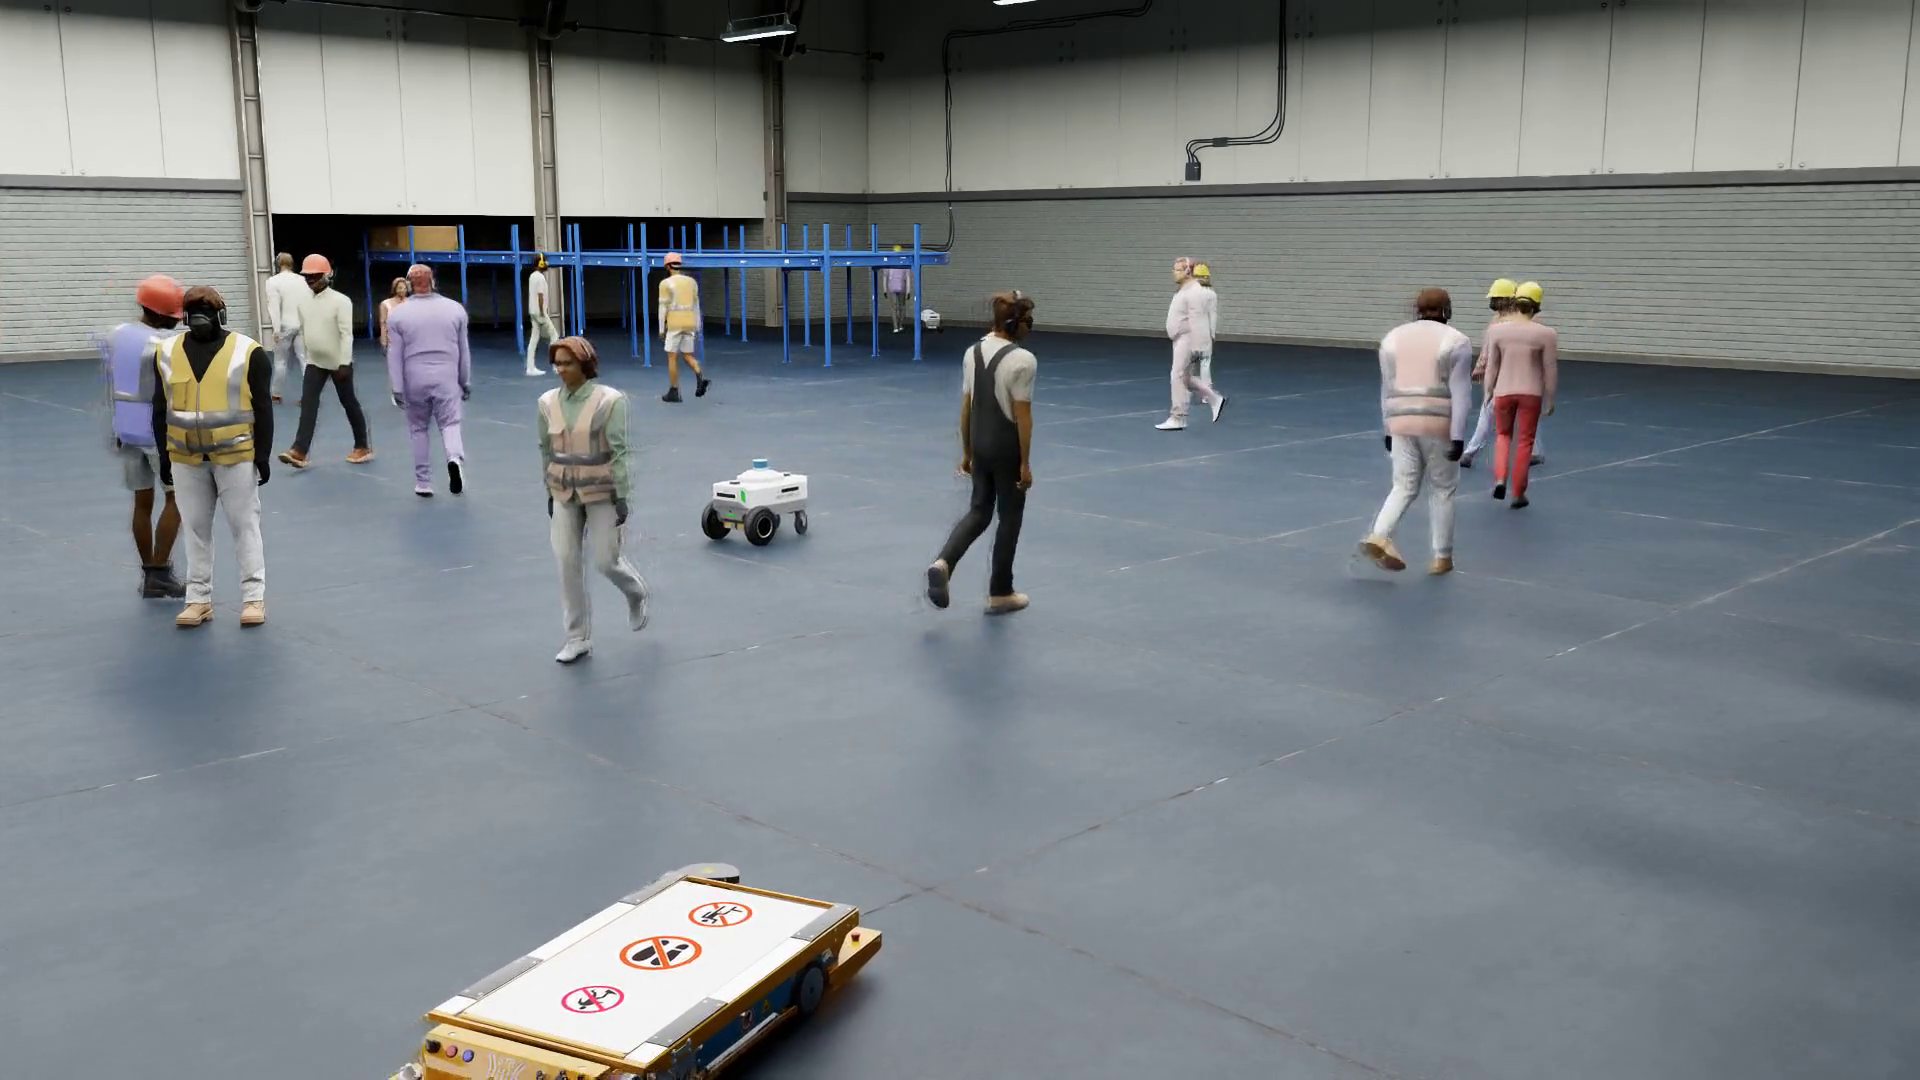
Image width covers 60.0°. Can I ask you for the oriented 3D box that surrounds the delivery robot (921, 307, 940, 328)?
[{"bbox_3d":[-0.702,-4.900,36.663,0.477,0.478,0.707,-4,11,-19],"label":"delivery robot"}]

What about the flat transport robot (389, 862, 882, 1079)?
[{"bbox_3d":[-0.827,1.209,4.381,0.652,0.197,1.431,5,11,25],"label":"flat transport robot"}]

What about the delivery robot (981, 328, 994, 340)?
[{"bbox_3d":[0.605,-3.378,28.363,0.477,0.478,0.707,3,11,16],"label":"delivery robot"}]

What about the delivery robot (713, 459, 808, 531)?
[{"bbox_3d":[-1.401,-0.327,11.726,0.477,0.478,0.707,8,13,36],"label":"delivery robot"}]

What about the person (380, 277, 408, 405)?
[{"bbox_3d":[-6.798,-2.395,20.271,0.525,1.616,0.717,-5,12,-27],"label":"person"}]

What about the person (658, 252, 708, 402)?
[{"bbox_3d":[-3.539,-2.725,21.269,0.593,1.902,0.673,-9,14,-41],"label":"person"}]

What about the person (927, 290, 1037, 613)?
[{"bbox_3d":[0.155,-0.461,9.175,0.520,1.818,0.691,9,14,41],"label":"person"}]

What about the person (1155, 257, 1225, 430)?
[{"bbox_3d":[2.545,-2.155,18.234,0.752,1.886,0.652,-1,10,-6],"label":"person"}]

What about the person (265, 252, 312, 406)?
[{"bbox_3d":[-8.374,-2.616,20.696,0.952,1.890,0.647,7,13,35],"label":"person"}]

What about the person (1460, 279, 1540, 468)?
[{"bbox_3d":[4.917,-1.508,15.152,0.932,1.714,0.534,0,10,2],"label":"person"}]

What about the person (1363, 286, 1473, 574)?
[{"bbox_3d":[2.855,-0.673,10.360,0.645,1.804,0.717,8,13,37],"label":"person"}]

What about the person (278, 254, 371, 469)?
[{"bbox_3d":[-5.833,-1.637,15.244,0.641,1.934,1.057,3,11,17],"label":"person"}]

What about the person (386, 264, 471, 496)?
[{"bbox_3d":[-4.260,-1.274,13.398,0.655,1.883,0.682,-5,11,-24],"label":"person"}]

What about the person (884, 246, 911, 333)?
[{"bbox_3d":[-1.366,-5.457,36.276,0.593,1.861,1.032,-1,10,-5],"label":"person"}]

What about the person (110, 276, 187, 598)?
[{"bbox_3d":[-4.713,-0.588,9.700,0.659,1.885,0.388,5,12,27],"label":"person"}]

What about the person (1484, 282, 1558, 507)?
[{"bbox_3d":[4.393,-1.137,13.014,0.544,1.750,0.375,7,12,32],"label":"person"}]

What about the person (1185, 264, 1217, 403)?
[{"bbox_3d":[3.025,-2.612,21.089,0.487,1.740,0.312,5,12,26],"label":"person"}]

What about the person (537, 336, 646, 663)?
[{"bbox_3d":[-1.854,-0.226,8.398,0.520,1.619,0.557,3,11,16],"label":"person"}]

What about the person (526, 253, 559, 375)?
[{"bbox_3d":[-6.291,-3.444,25.377,0.829,1.841,0.515,-8,13,-36],"label":"person"}]

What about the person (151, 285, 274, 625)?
[{"bbox_3d":[-4.057,-0.454,9.042,0.625,1.846,0.429,-1,10,-6],"label":"person"}]
